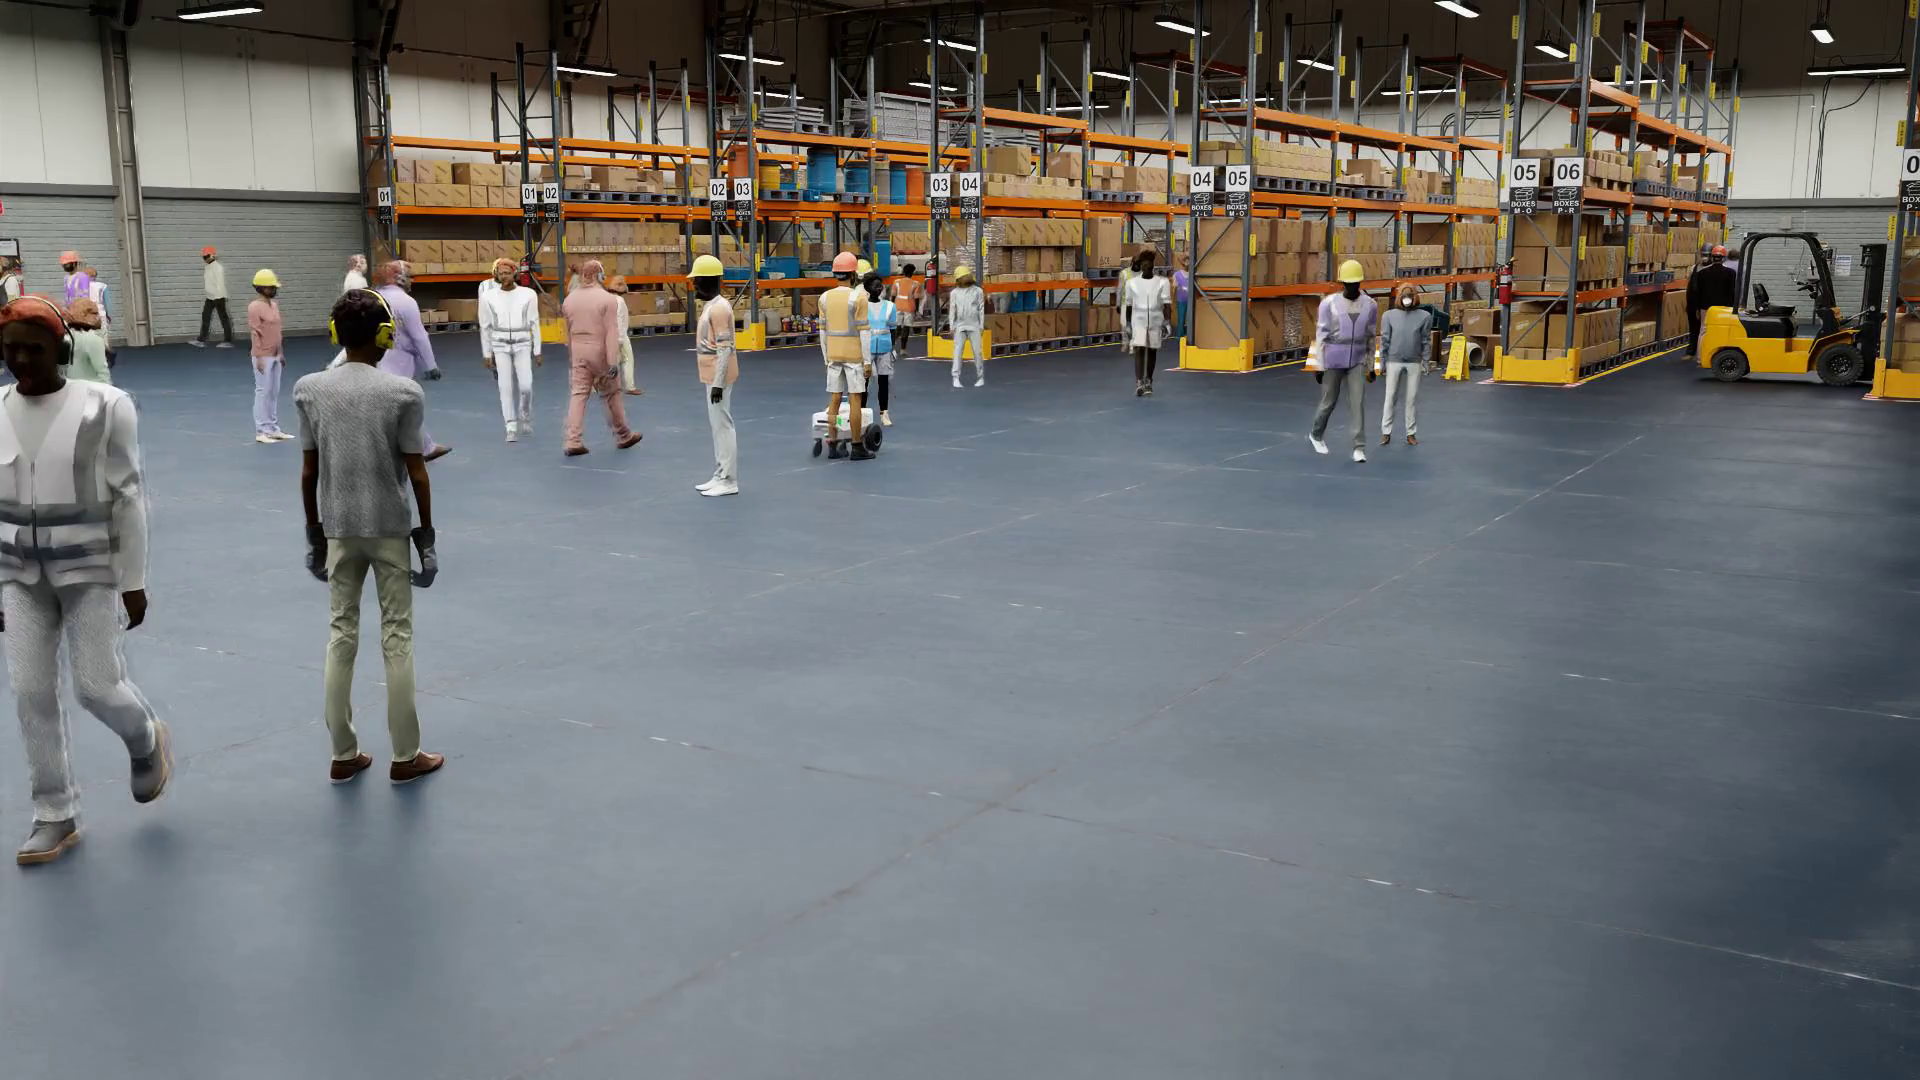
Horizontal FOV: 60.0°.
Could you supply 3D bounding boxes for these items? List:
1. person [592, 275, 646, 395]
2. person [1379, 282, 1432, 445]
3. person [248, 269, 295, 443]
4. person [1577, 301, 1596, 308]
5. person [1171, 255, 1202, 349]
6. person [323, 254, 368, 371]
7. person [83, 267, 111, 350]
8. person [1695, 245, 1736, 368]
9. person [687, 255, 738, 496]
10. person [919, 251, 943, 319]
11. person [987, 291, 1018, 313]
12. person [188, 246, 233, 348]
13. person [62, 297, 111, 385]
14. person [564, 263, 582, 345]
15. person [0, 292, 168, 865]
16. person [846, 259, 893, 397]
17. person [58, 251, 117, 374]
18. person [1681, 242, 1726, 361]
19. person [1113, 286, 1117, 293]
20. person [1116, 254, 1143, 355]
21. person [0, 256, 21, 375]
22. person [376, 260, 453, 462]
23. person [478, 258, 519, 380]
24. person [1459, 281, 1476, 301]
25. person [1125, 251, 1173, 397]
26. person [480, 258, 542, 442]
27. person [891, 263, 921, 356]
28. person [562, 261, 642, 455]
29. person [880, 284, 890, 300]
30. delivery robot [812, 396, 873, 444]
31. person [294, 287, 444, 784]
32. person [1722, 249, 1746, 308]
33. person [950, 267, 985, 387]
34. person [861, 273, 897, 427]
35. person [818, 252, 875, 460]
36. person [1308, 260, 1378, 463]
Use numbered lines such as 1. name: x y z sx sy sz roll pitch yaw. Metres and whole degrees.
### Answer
1. person: -4.574 -2.711 22.076 0.694 1.607 0.510 -4 11 -22
2. person: 4.476 -1.771 16.751 0.507 1.631 0.266 2 10 9
3. person: -7.032 -1.869 16.978 0.345 1.755 0.551 1 10 6
4. person: 12.824 -5.071 34.259 0.620 1.990 1.074 5 11 24
5. person: 4.304 -4.498 31.565 0.581 1.802 0.940 1 10 5
6. person: -8.693 -3.165 23.894 0.903 1.877 0.635 -4 11 -22
7. person: -14.237 -3.664 27.339 0.522 1.638 0.310 -5 11 -28
8. person: 12.260 -3.777 27.015 0.604 1.986 0.406 8 13 39
9. person: -1.977 -1.313 13.360 0.388 1.927 0.589 -2 10 -13
10. person: -0.819 -6.812 44.471 0.518 1.831 0.954 6 12 32
11. person: 0.899 -5.030 34.225 0.628 1.900 0.966 5 11 24
12. person: -14.504 -4.671 32.061 0.647 1.960 0.905 8 13 38
13. person: -6.670 -1.029 12.628 0.516 1.616 0.515 7 12 35
14. person: -7.616 -4.683 33.056 0.509 1.624 0.534 -5 11 -24
15. person: -2.979 0.109 5.563 0.592 1.870 0.574 0 10 -2
16. person: -1.187 -2.735 21.633 0.617 1.817 0.607 4 11 19
17. person: -13.685 -3.554 25.969 0.550 1.910 0.786 5 11 27
18. person: 12.685 -4.049 28.370 0.536 2.000 0.688 -9 13 -40
19. person: 4.131 -6.272 41.732 0.549 1.715 0.924 4 11 19
20. person: 3.158 -4.253 30.125 0.640 1.820 0.435 1 10 3
21. person: -14.637 -3.403 25.398 0.512 1.817 0.820 8 13 39
22. person: -4.952 -1.562 14.942 0.984 1.859 0.645 -10 14 -44
23. person: -6.565 -3.117 23.781 0.607 1.811 0.564 -3 11 -16
24. person: 12.518 -6.181 40.824 0.919 1.868 0.637 6 12 31
25. person: 2.500 -2.864 22.056 0.627 1.909 0.990 1 10 3
26. person: -4.578 -1.930 16.971 0.598 1.870 0.417 -2 10 -11
27. person: -0.991 -4.134 29.897 0.555 1.673 0.477 2 10 13
28. person: -3.515 -1.766 16.106 0.672 1.848 1.013 4 11 23
29. person: -2.065 -6.537 42.337 0.629 2.026 0.488 5 11 25
30. delivery robot: -1.124 -1.141 15.977 0.477 0.478 0.707 5 11 24
31. person: -2.208 -0.004 6.231 0.506 1.861 0.311 0 10 1
32. person: 15.680 -4.963 33.889 0.655 1.903 0.912 5 11 28
33. person: 0.089 -3.003 23.493 0.495 1.701 0.513 2 10 8
34. person: -0.946 -2.083 18.310 0.541 1.700 0.316 -3 10 -15
35. person: -1.054 -1.711 15.552 0.545 1.942 0.351 6 12 29
36. person: 3.620 -1.698 15.696 0.637 1.876 0.963 -1 10 -7
